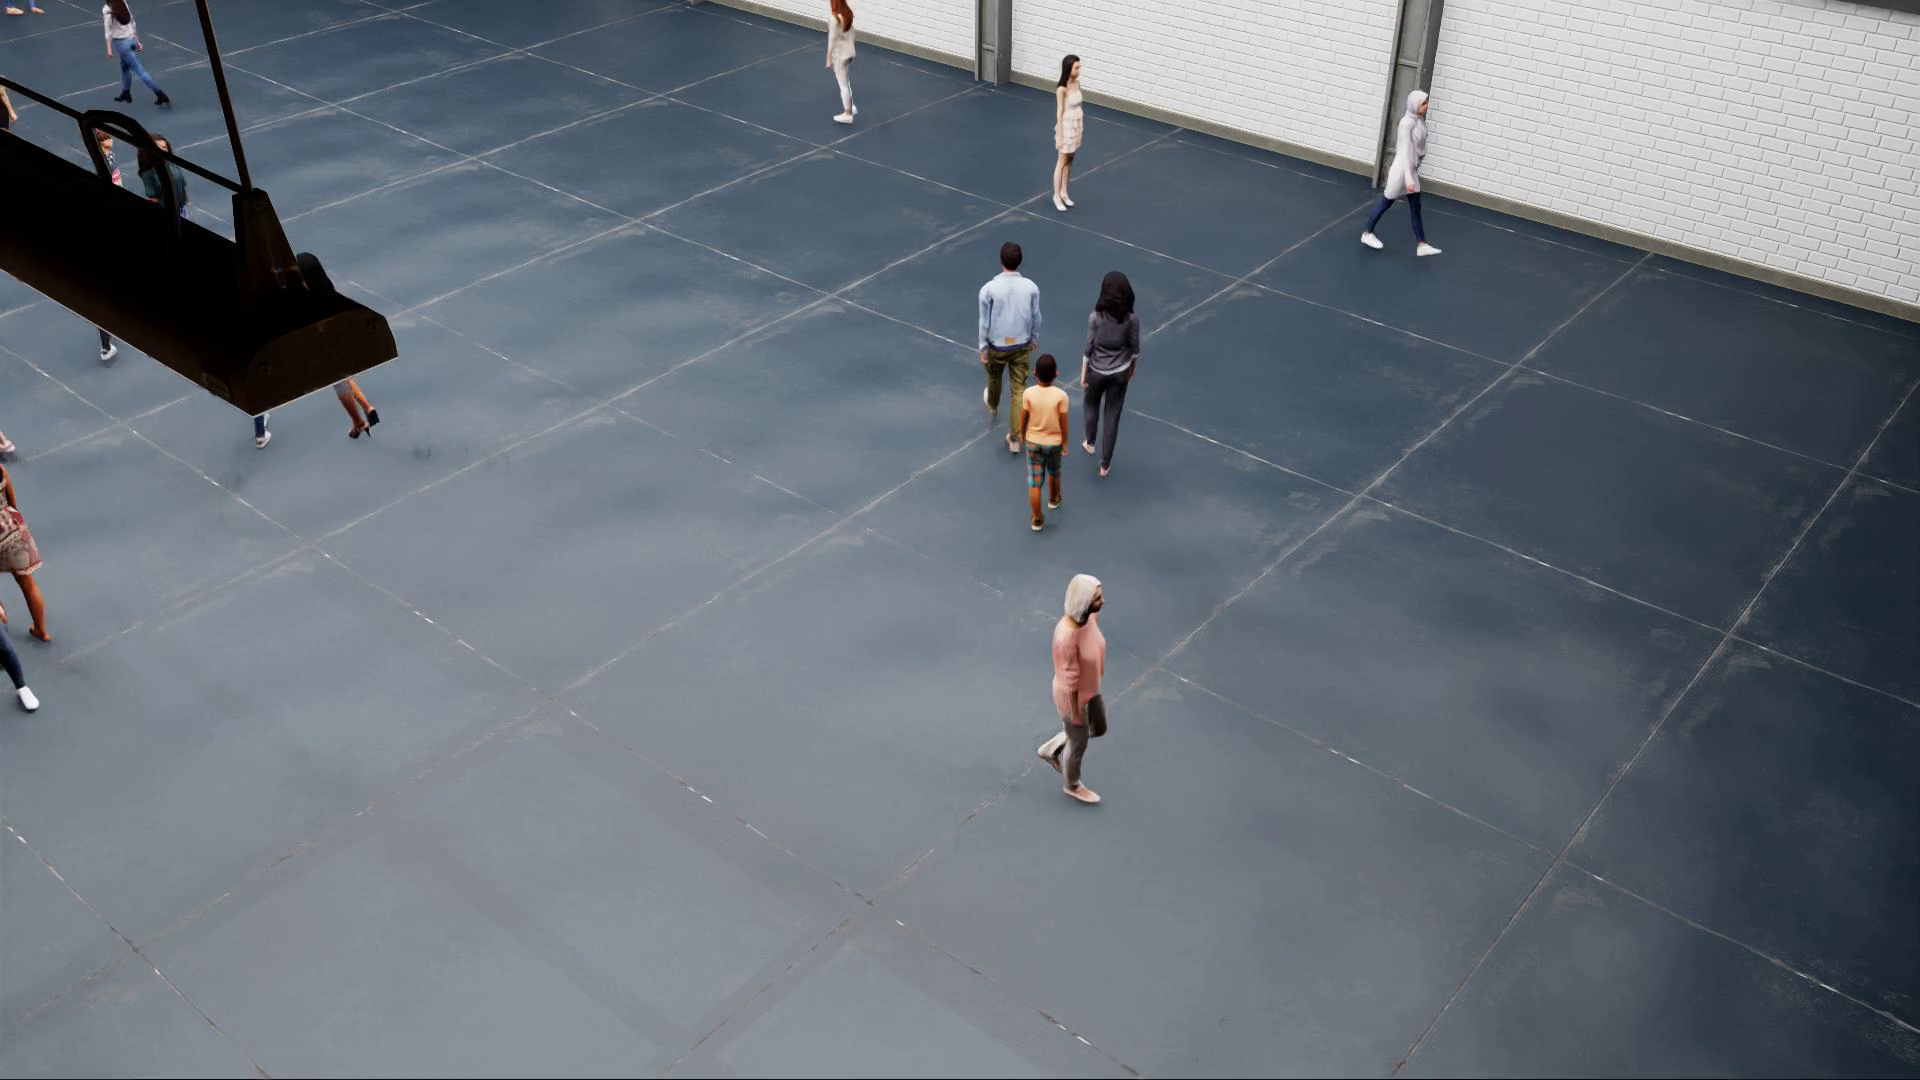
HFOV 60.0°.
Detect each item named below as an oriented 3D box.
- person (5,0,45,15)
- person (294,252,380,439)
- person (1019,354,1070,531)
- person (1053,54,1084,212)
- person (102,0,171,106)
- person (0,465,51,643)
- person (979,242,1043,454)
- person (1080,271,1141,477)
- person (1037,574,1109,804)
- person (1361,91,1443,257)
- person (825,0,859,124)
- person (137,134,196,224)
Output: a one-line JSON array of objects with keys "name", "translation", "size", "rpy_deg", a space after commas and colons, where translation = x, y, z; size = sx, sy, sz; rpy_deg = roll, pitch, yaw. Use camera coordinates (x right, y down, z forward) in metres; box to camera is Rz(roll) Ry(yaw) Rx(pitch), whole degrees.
[{"name": "person", "translation": [-14.150, -8.534, 24.596], "size": [0.977, 1.565, 0.848], "rpy_deg": [2, 34, 3]}, {"name": "person", "translation": [-5.183, -1.584, 13.962], "size": [0.814, 1.762, 0.763], "rpy_deg": [10, 35, 15]}, {"name": "person", "translation": [0.649, -0.726, 12.959], "size": [0.849, 1.443, 0.854], "rpy_deg": [3, 34, 4]}, {"name": "person", "translation": [1.189, -4.509, 18.386], "size": [0.541, 1.736, 0.594], "rpy_deg": [21, 39, 29]}, {"name": "person", "translation": [-10.551, -6.285, 21.189], "size": [1.134, 1.591, 0.956], "rpy_deg": [5, 34, 8]}, {"name": "person", "translation": [-6.703, 0.021, 11.674], "size": [0.866, 1.622, 0.647], "rpy_deg": [22, 39, 29]}, {"name": "person", "translation": [0.425, -1.571, 13.940], "size": [1.153, 1.765, 1.249], "rpy_deg": [-5, 34, -8]}, {"name": "person", "translation": [1.222, -1.301, 13.558], "size": [0.905, 1.737, 0.954], "rpy_deg": [0, 34, -1]}, {"name": "person", "translation": [0.649, 0.909, 10.253], "size": [0.773, 1.715, 0.693], "rpy_deg": [14, 36, 20]}, {"name": "person", "translation": [4.535, -3.799, 17.325], "size": [1.121, 1.728, 0.652], "rpy_deg": [27, 42, 35]}, {"name": "person", "translation": [-1.385, -6.009, 20.677], "size": [0.612, 1.697, 0.656], "rpy_deg": [19, 38, 26]}, {"name": "person", "translation": [-7.955, -3.311, 16.704], "size": [0.822, 1.603, 0.653], "rpy_deg": [20, 39, 28]}]
